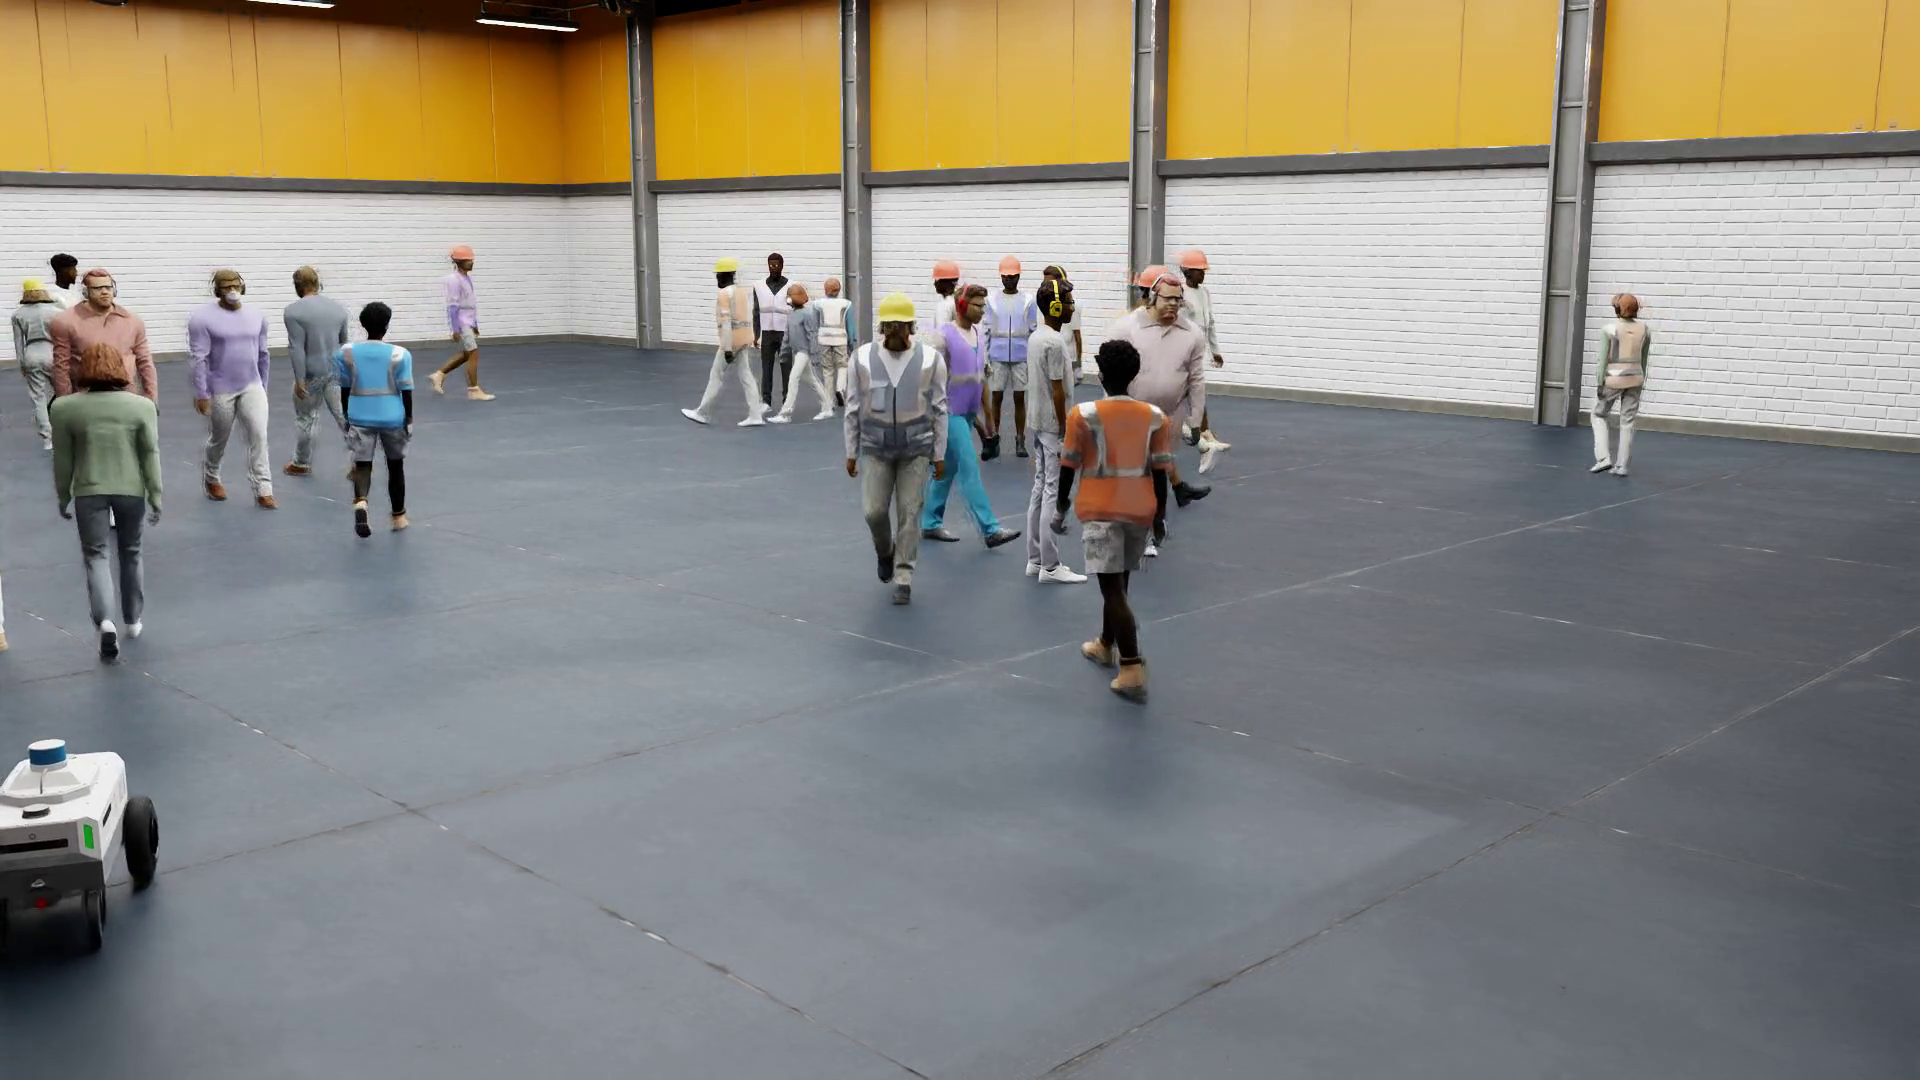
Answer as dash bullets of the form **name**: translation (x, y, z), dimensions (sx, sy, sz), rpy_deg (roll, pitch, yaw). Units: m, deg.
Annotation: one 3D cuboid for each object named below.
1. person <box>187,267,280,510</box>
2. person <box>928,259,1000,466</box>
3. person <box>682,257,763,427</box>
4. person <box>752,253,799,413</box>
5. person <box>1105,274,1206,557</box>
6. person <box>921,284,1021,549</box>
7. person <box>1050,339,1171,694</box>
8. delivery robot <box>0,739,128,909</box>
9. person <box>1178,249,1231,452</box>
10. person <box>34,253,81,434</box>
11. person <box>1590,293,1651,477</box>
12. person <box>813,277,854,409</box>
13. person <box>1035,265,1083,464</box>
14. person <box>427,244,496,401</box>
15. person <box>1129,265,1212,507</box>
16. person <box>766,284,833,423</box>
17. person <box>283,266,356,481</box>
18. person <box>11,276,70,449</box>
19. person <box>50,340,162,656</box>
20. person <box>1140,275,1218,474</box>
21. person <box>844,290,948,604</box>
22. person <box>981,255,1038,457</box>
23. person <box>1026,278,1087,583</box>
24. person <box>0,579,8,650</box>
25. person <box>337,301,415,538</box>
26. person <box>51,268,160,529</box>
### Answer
- **person**: translation (-5.765, -1.202, 13.137), dimensions (0.635, 1.899, 1.011), rpy_deg (-10, 14, -42)
- **person**: translation (-0.040, -1.616, 15.290), dimensions (0.723, 1.923, 0.555), rpy_deg (5, 12, 26)
- **person**: translation (-2.632, -2.200, 18.551), dimensions (0.976, 1.878, 0.615), rpy_deg (4, 11, 20)
- **person**: translation (-2.203, -2.487, 20.037), dimensions (0.587, 1.920, 0.392), rpy_deg (1, 10, 3)
- **person**: translation (1.299, -0.796, 10.920), dimensions (0.664, 1.876, 0.642), rpy_deg (-2, 11, -11)
- **person**: translation (0.090, -0.838, 11.371), dimensions (0.943, 1.790, 0.588), rpy_deg (6, 12, 29)
- **person**: translation (0.740, -0.120, 7.898), dimensions (0.534, 1.647, 0.880), rpy_deg (-4, 11, -22)
- **delivery robot**: translation (-2.834, 0.869, 5.204), dimensions (0.477, 0.478, 0.707), rpy_deg (-4, 11, -19)
- **person**: translation (2.278, -1.905, 16.641), dimensions (1.018, 2.007, 0.607), rpy_deg (8, 13, 37)
- **person**: translation (-9.352, -2.021, 17.401), dimensions (0.537, 1.952, 0.617), rpy_deg (0, 10, -2)
- **person**: translation (5.854, -1.372, 14.763), dimensions (0.525, 1.627, 0.404), rpy_deg (-1, 10, -6)
- **person**: translation (-1.555, -2.397, 20.343), dimensions (0.522, 1.624, 0.469), rpy_deg (0, 10, 0)
- **person**: translation (0.905, -1.612, 15.431), dimensions (0.549, 1.859, 0.361), rpy_deg (10, 14, 44)
- **person**: translation (-6.461, -2.787, 21.389), dimensions (0.819, 2.023, 0.610), rpy_deg (0, 10, -1)
- **person**: translation (1.549, -1.144, 12.770), dimensions (0.941, 1.892, 0.576), rpy_deg (-1, 10, -6)
- **person**: translation (-1.822, -2.136, 19.045), dimensions (0.890, 1.581, 0.504), rpy_deg (-6, 12, -29)
- **person**: translation (-5.574, -1.448, 14.518), dimensions (1.078, 1.877, 0.656), rpy_deg (7, 12, 34)
- **person**: translation (-9.192, -1.782, 16.707), dimensions (0.519, 1.720, 0.511), rpy_deg (-3, 11, -13)
- **person**: translation (-4.380, -0.227, 8.576), dimensions (0.499, 1.604, 0.763), rpy_deg (-6, 12, -29)
- **person**: translation (1.824, -1.422, 14.499), dimensions (0.826, 1.847, 0.525), rpy_deg (-1, 10, -7)
- **person**: translation (-0.368, -0.548, 9.730), dimensions (0.613, 1.818, 0.512), rpy_deg (0, 10, 0)
- **person**: translation (0.476, -1.759, 16.015), dimensions (0.545, 1.939, 0.354), rpy_deg (0, 10, -1)
- **person**: translation (0.583, -0.668, 10.252), dimensions (0.328, 1.872, 0.512), rpy_deg (-3, 11, -15)
- **person**: translation (-5.151, -0.325, 8.486), dimensions (0.428, 1.837, 0.625), rpy_deg (-10, 15, -44)
- **person**: translation (-4.120, -0.841, 11.742), dimensions (0.543, 1.672, 0.710), rpy_deg (-2, 11, -10)
- **person**: translation (-6.157, -1.019, 12.114), dimensions (0.785, 1.881, 0.673), rpy_deg (10, 14, 42)
